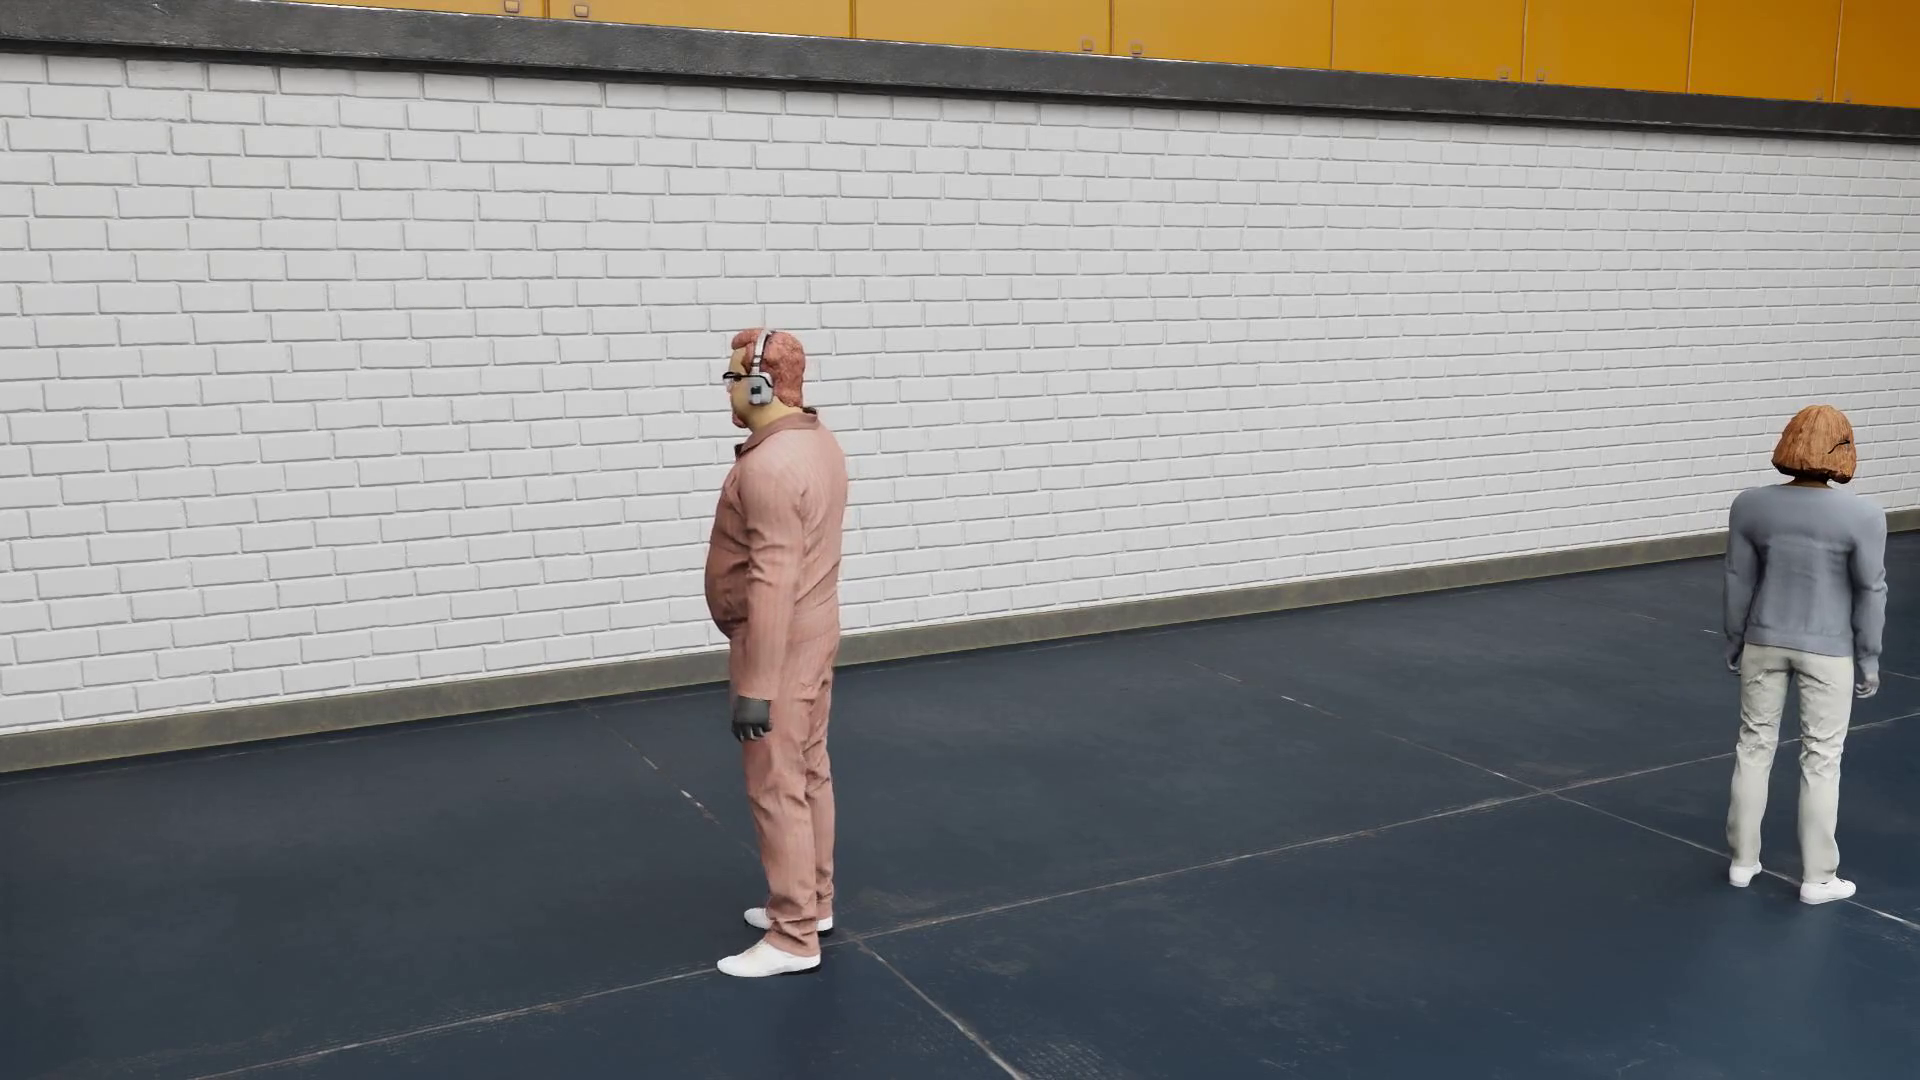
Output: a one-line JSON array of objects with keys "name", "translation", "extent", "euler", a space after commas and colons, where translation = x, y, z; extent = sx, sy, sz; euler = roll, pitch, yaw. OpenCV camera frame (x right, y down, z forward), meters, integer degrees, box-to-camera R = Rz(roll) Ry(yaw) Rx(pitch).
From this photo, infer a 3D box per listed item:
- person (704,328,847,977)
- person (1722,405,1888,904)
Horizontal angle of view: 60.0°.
[{"name": "person", "translation": [-0.553, 0.335, 4.927], "extent": [0.403, 1.905, 0.683], "euler": [2, 10, 9]}, {"name": "person", "translation": [2.760, 0.372, 5.469], "extent": [0.279, 1.634, 0.499], "euler": [-9, 13, -43]}]
